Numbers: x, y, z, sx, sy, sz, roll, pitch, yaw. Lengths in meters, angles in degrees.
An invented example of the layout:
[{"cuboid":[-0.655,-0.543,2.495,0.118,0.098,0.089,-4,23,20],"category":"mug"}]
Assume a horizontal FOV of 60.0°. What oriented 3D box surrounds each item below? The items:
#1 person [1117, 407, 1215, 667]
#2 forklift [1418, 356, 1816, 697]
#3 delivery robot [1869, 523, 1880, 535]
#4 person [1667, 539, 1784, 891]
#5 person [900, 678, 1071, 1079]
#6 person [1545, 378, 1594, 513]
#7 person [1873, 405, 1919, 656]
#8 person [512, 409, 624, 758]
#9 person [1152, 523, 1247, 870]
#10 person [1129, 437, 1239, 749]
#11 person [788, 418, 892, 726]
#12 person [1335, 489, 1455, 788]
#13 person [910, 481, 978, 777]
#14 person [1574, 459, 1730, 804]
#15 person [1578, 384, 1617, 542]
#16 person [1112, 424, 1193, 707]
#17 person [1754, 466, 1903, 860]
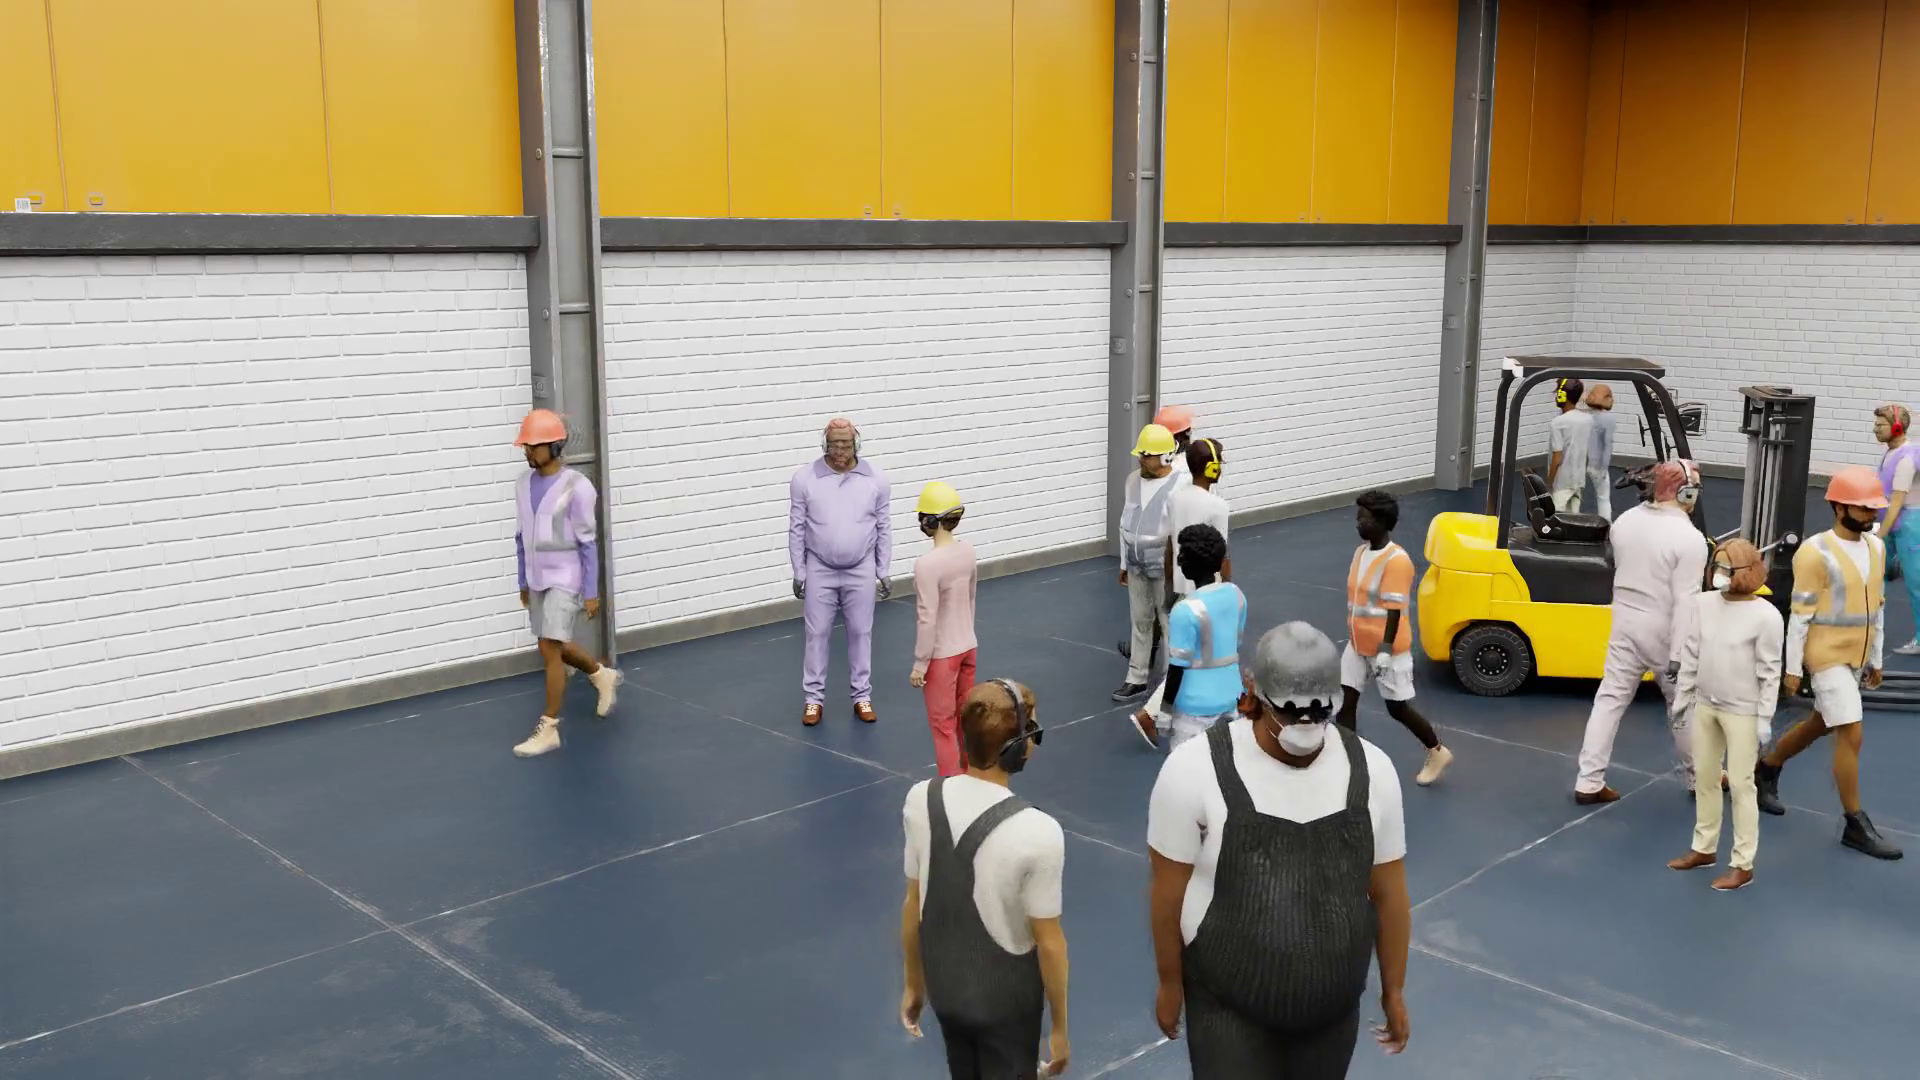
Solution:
[{"cuboid":[1.495,0.024,11.286,0.591,1.865,0.985,-8,13,-39],"category":"person"},{"cuboid":[4.276,-0.101,11.076,2.313,2.155,1.214,2,11,13],"category":"forklift"},{"cuboid":[8.317,0.005,14.716,0.477,0.478,0.707,0,10,-1],"category":"delivery robot"},{"cuboid":[3.556,0.797,7.734,0.294,1.626,0.507,-4,11,-22],"category":"person"},{"cuboid":[0.075,1.269,4.610,0.535,1.823,0.421,8,13,36],"category":"person"},{"cuboid":[4.964,-0.421,13.732,0.573,1.866,0.354,-7,12,-32],"category":"person"},{"cuboid":[6.629,-0.063,11.942,0.910,1.797,0.568,2,11,13],"category":"person"},{"cuboid":[-2.341,0.217,9.851,0.617,2.020,0.873,7,13,35],"category":"person"},{"cuboid":[1.125,0.756,7.773,0.339,1.692,0.543,9,14,40],"category":"person"},{"cuboid":[1.371,0.311,9.822,0.885,1.839,0.527,-6,12,-31],"category":"person"},{"cuboid":[-0.732,0.198,10.254,0.639,1.901,0.402,-2,11,-8],"category":"person"},{"cuboid":[2.302,0.551,8.968,0.805,1.667,0.532,-3,11,-17],"category":"person"},{"cuboid":[-0.094,0.579,8.537,0.331,1.768,0.526,6,12,30],"category":"person"},{"cuboid":[3.703,0.489,8.778,0.986,1.854,0.657,-4,11,-21],"category":"person"},{"cuboid":[6.133,-0.726,16.178,0.902,1.580,0.500,-8,13,-37],"category":"person"},{"cuboid":[1.244,0.166,10.627,0.587,1.825,0.404,10,14,43],"category":"person"},{"cuboid":[4.347,0.553,8.328,0.553,1.901,0.949,-5,12,-26],"category":"person"}]
